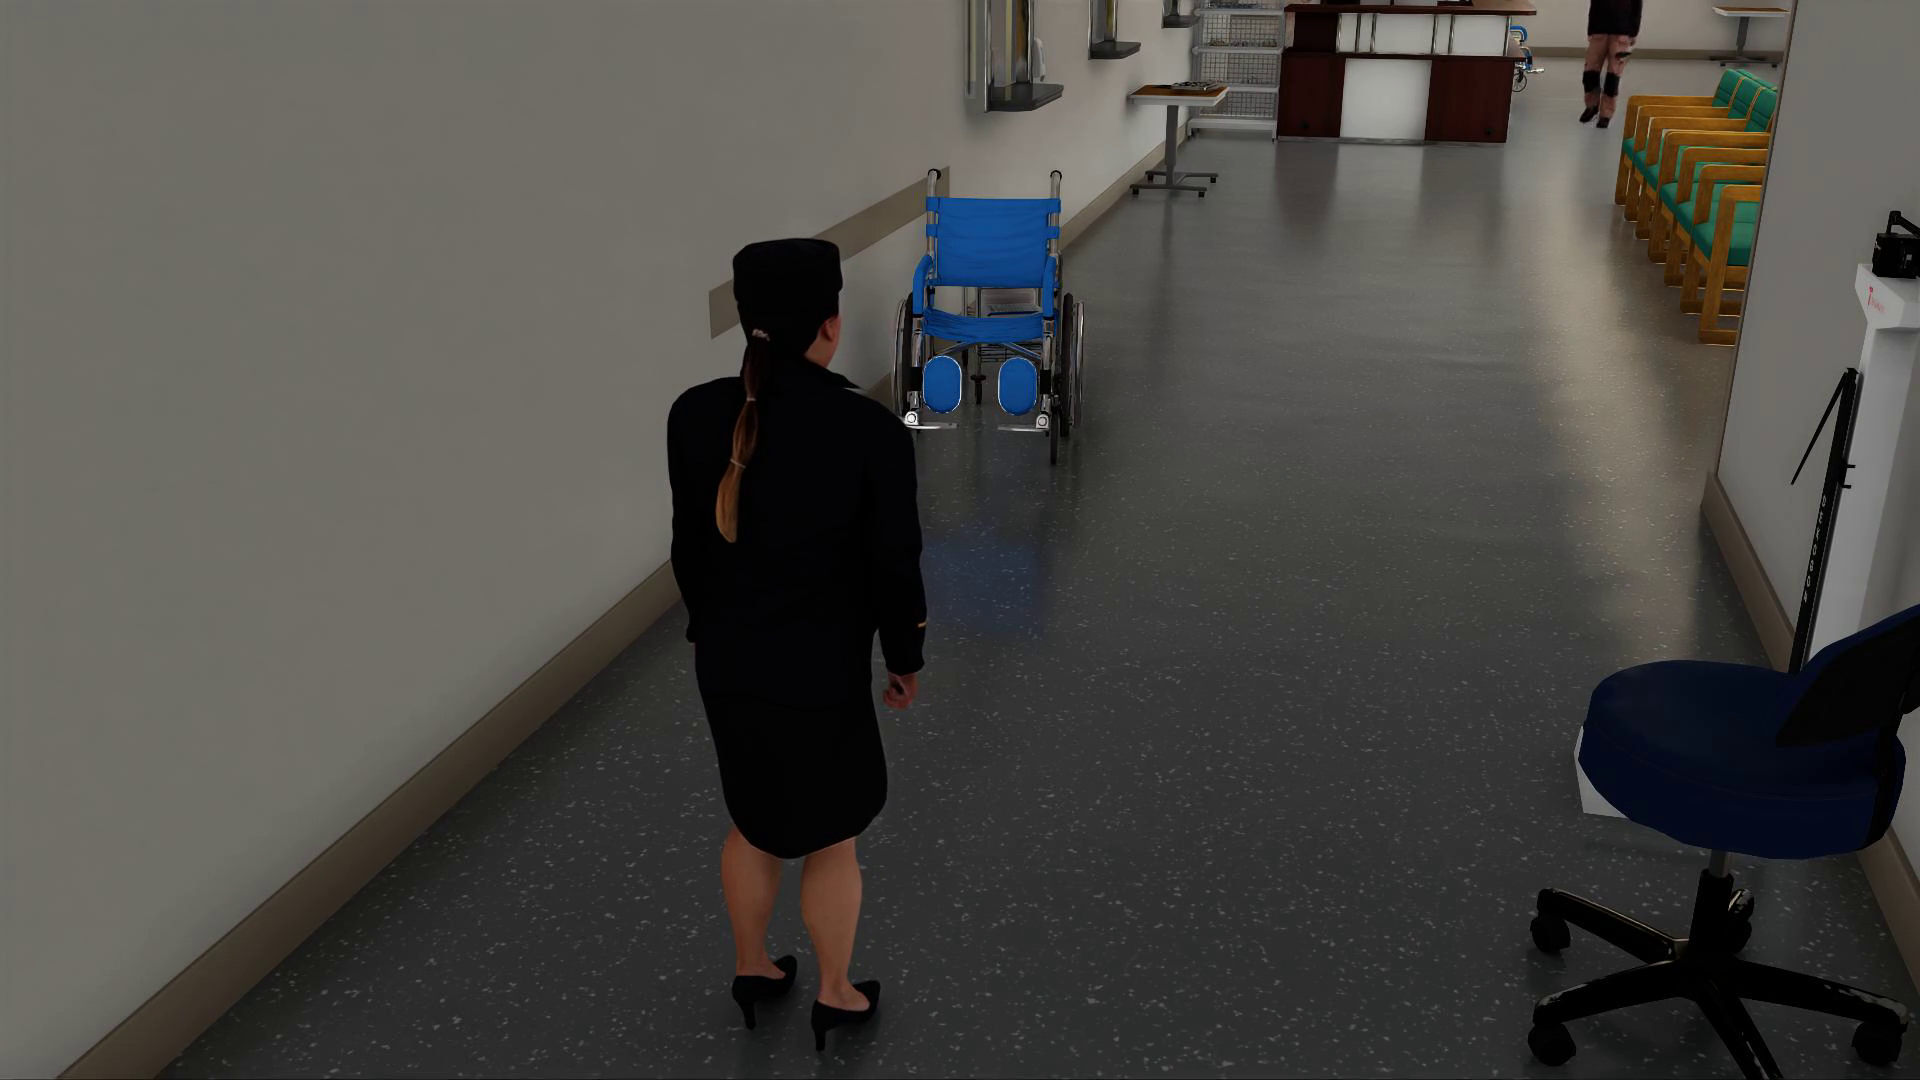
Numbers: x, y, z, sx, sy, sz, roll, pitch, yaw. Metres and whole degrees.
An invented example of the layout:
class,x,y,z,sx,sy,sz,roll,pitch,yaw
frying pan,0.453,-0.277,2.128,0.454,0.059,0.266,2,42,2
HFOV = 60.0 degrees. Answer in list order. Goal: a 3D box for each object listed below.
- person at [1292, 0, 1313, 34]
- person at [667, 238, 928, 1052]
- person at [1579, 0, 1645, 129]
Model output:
class,x,y,z,sx,sy,sz,roll,pitch,yaw
person,6.117,-9.813,29.763,0.763,1.728,0.762,0,21,-1
person,-0.340,0.246,3.284,0.565,1.671,0.747,7,22,17
person,7.052,-5.428,17.921,0.680,1.915,0.827,10,23,25
